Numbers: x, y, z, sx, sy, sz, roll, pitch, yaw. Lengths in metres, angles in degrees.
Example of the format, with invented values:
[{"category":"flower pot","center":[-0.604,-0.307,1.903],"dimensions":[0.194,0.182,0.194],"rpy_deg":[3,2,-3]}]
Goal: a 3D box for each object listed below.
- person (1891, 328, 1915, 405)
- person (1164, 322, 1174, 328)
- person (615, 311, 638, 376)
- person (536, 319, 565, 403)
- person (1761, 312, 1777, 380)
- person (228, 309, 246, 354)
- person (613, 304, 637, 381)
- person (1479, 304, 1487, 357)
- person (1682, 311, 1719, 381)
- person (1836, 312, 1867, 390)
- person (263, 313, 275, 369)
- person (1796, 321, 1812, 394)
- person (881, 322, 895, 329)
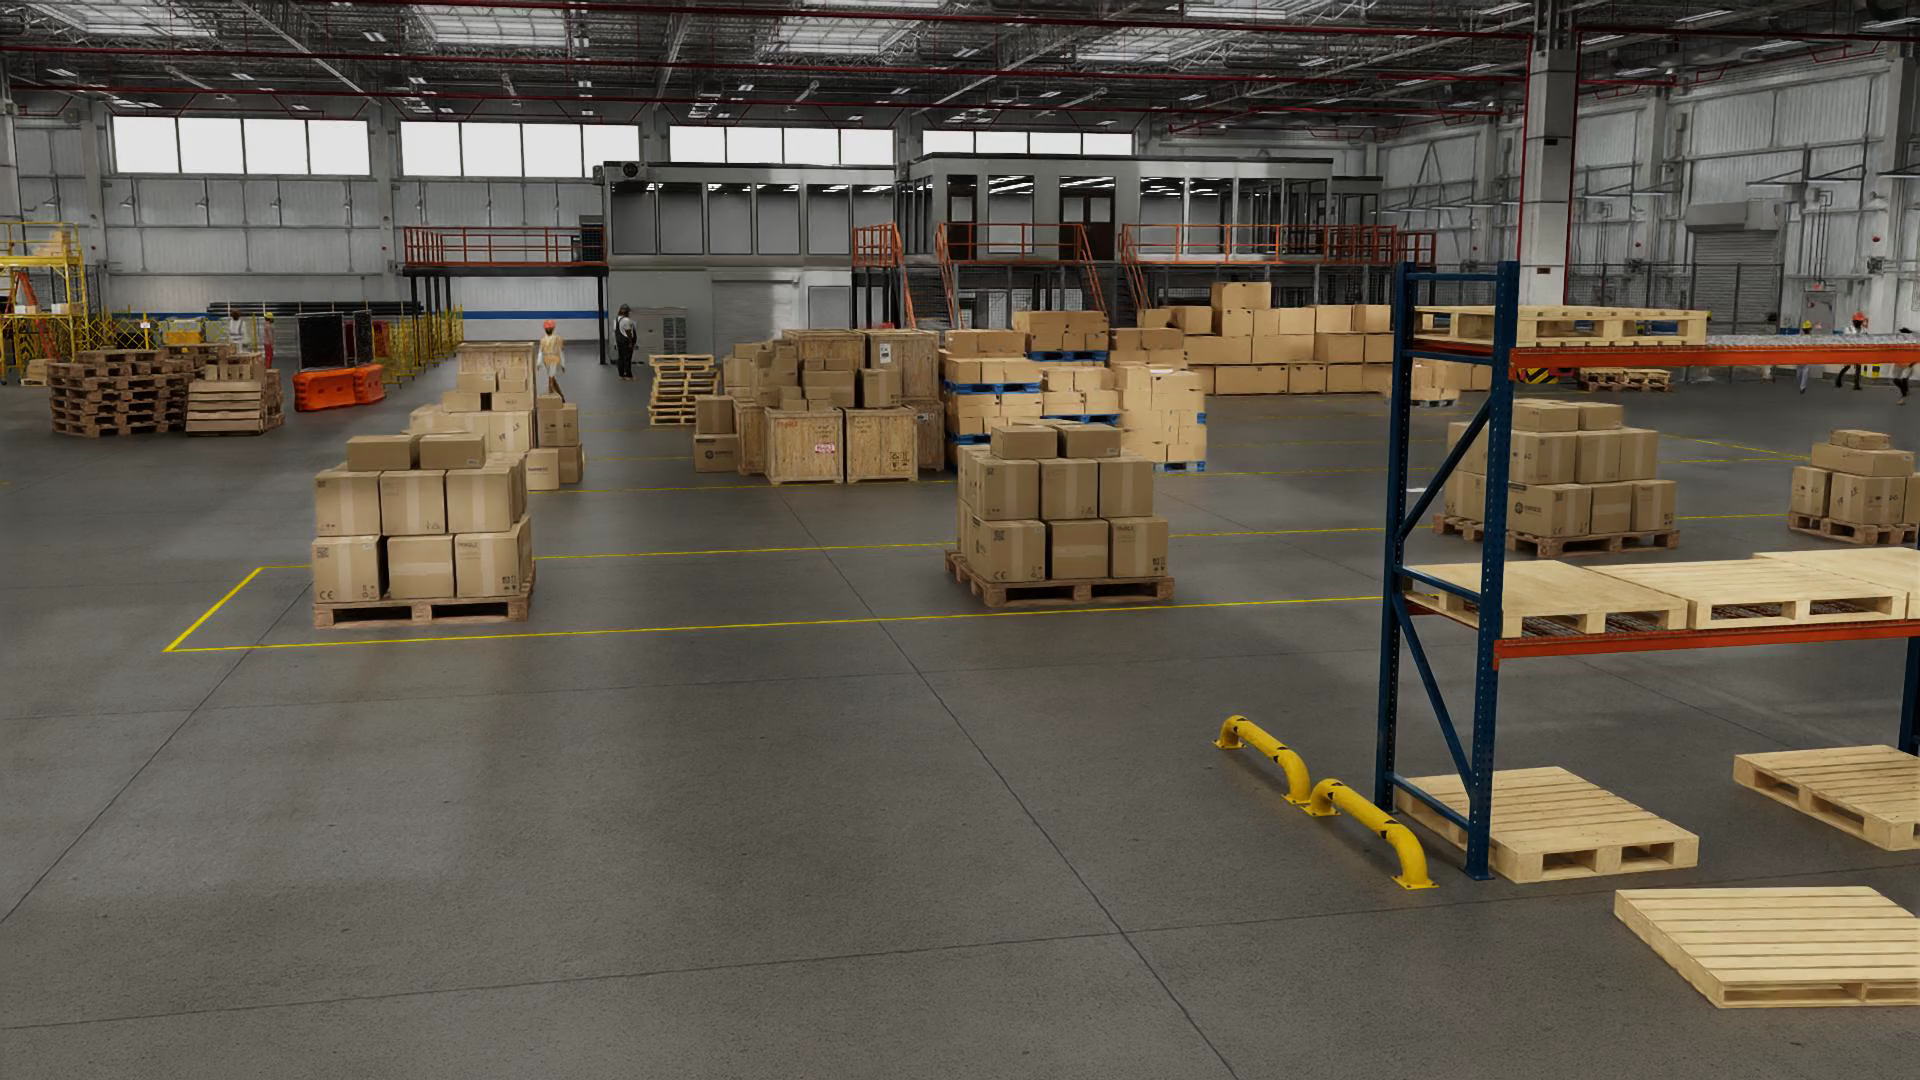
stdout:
[{"category":"person","center":[20.714,-3.799,36.425],"dimensions":[0.471,1.687,0.543],"rpy_deg":[-4,10,-22]},{"category":"person","center":[4.369,-3.702,35.343],"dimensions":[0.554,1.838,0.859],"rpy_deg":[-4,10,-26]},{"category":"person","center":[-9.120,-5.408,45.612],"dimensions":[0.601,1.873,0.987],"rpy_deg":[-5,11,-28]},{"category":"person","center":[-8.876,-3.837,36.075],"dimensions":[0.555,1.885,1.027],"rpy_deg":[4,10,23]},{"category":"person","center":[21.411,-5.097,43.932],"dimensions":[0.435,1.817,0.659],"rpy_deg":[6,11,34]},{"category":"person","center":[-19.966,-5.452,45.959],"dimensions":[0.603,1.856,0.537],"rpy_deg":[2,9,10]},{"category":"person","center":[-8.850,-5.248,44.166],"dimensions":[0.536,2.000,0.672],"rpy_deg":[-8,12,-41]},{"category":"person","center":[14.300,-5.467,45.655],"dimensions":[0.395,1.987,0.622],"rpy_deg":[0,9,-3]},{"category":"person","center":[19.343,-5.029,43.373],"dimensions":[0.928,1.864,0.625],"rpy_deg":[3,10,16]},{"category":"person","center":[21.994,-4.661,41.015],"dimensions":[0.554,1.913,0.831],"rpy_deg":[-1,9,-4]},{"category":"person","center":[-19.067,-5.400,45.966],"dimensions":[0.347,1.759,0.521],"rpy_deg":[-7,12,-38]},{"category":"person","center":[20.254,-4.391,39.869],"dimensions":[0.531,1.736,0.778],"rpy_deg":[7,12,38]},{"category":"person","center":[-1.580,-3.223,32.044],"dimensions":[1.012,1.985,0.645],"rpy_deg":[6,11,32]}]
